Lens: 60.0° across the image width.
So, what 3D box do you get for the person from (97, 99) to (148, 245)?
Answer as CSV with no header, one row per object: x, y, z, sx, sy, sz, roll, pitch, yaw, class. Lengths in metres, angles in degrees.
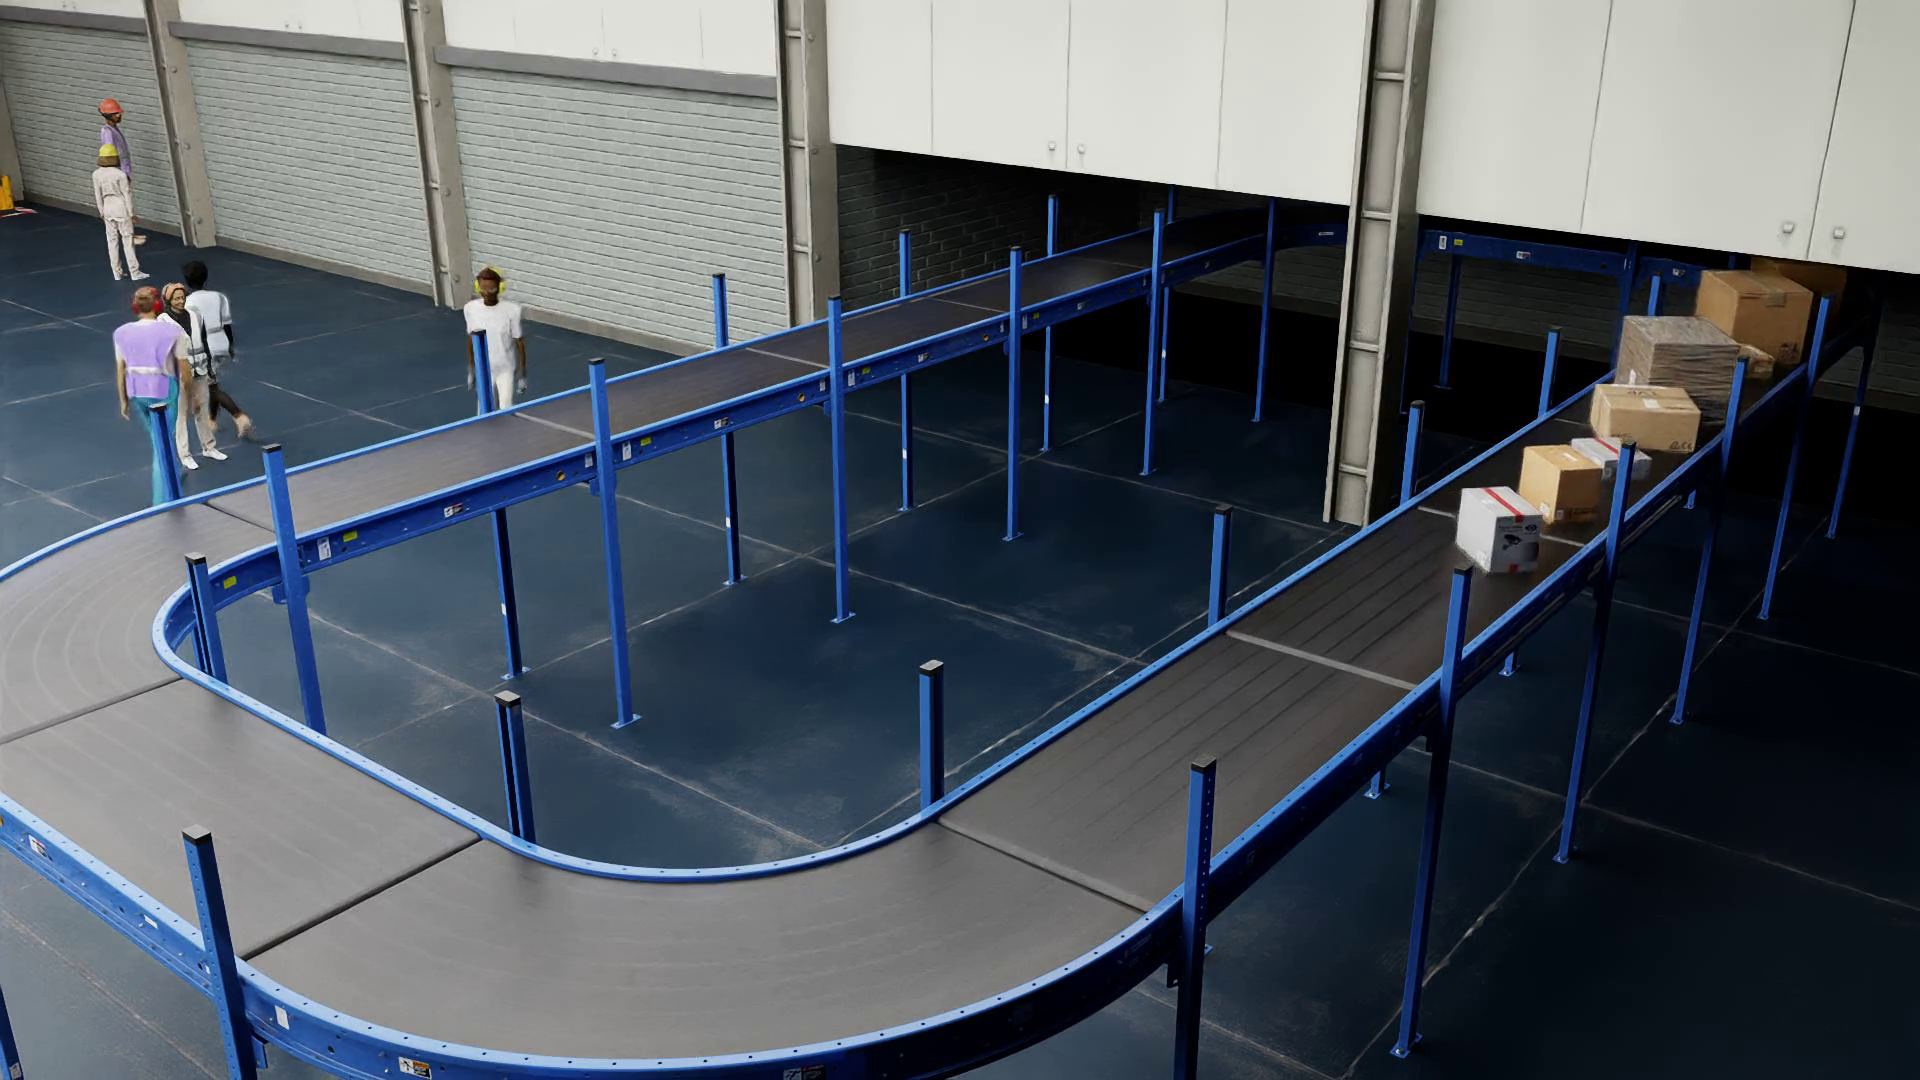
-11.966,-5.247,23.734,0.370,2.044,0.608,-8,23,-19,person

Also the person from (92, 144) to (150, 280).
-10.947,-4.257,21.626,0.489,1.741,0.321,4,22,10,person

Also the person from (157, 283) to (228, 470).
-6.801,-1.453,14.640,0.307,1.641,0.513,12,24,27,person

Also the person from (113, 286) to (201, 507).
-6.621,-1.190,13.774,0.565,1.782,0.934,1,22,3,person

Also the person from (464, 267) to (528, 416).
-3.993,-1.450,14.347,0.544,1.852,0.449,1,22,4,person

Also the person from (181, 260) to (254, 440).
-6.898,-1.750,15.358,0.792,1.665,0.536,9,23,23,person
